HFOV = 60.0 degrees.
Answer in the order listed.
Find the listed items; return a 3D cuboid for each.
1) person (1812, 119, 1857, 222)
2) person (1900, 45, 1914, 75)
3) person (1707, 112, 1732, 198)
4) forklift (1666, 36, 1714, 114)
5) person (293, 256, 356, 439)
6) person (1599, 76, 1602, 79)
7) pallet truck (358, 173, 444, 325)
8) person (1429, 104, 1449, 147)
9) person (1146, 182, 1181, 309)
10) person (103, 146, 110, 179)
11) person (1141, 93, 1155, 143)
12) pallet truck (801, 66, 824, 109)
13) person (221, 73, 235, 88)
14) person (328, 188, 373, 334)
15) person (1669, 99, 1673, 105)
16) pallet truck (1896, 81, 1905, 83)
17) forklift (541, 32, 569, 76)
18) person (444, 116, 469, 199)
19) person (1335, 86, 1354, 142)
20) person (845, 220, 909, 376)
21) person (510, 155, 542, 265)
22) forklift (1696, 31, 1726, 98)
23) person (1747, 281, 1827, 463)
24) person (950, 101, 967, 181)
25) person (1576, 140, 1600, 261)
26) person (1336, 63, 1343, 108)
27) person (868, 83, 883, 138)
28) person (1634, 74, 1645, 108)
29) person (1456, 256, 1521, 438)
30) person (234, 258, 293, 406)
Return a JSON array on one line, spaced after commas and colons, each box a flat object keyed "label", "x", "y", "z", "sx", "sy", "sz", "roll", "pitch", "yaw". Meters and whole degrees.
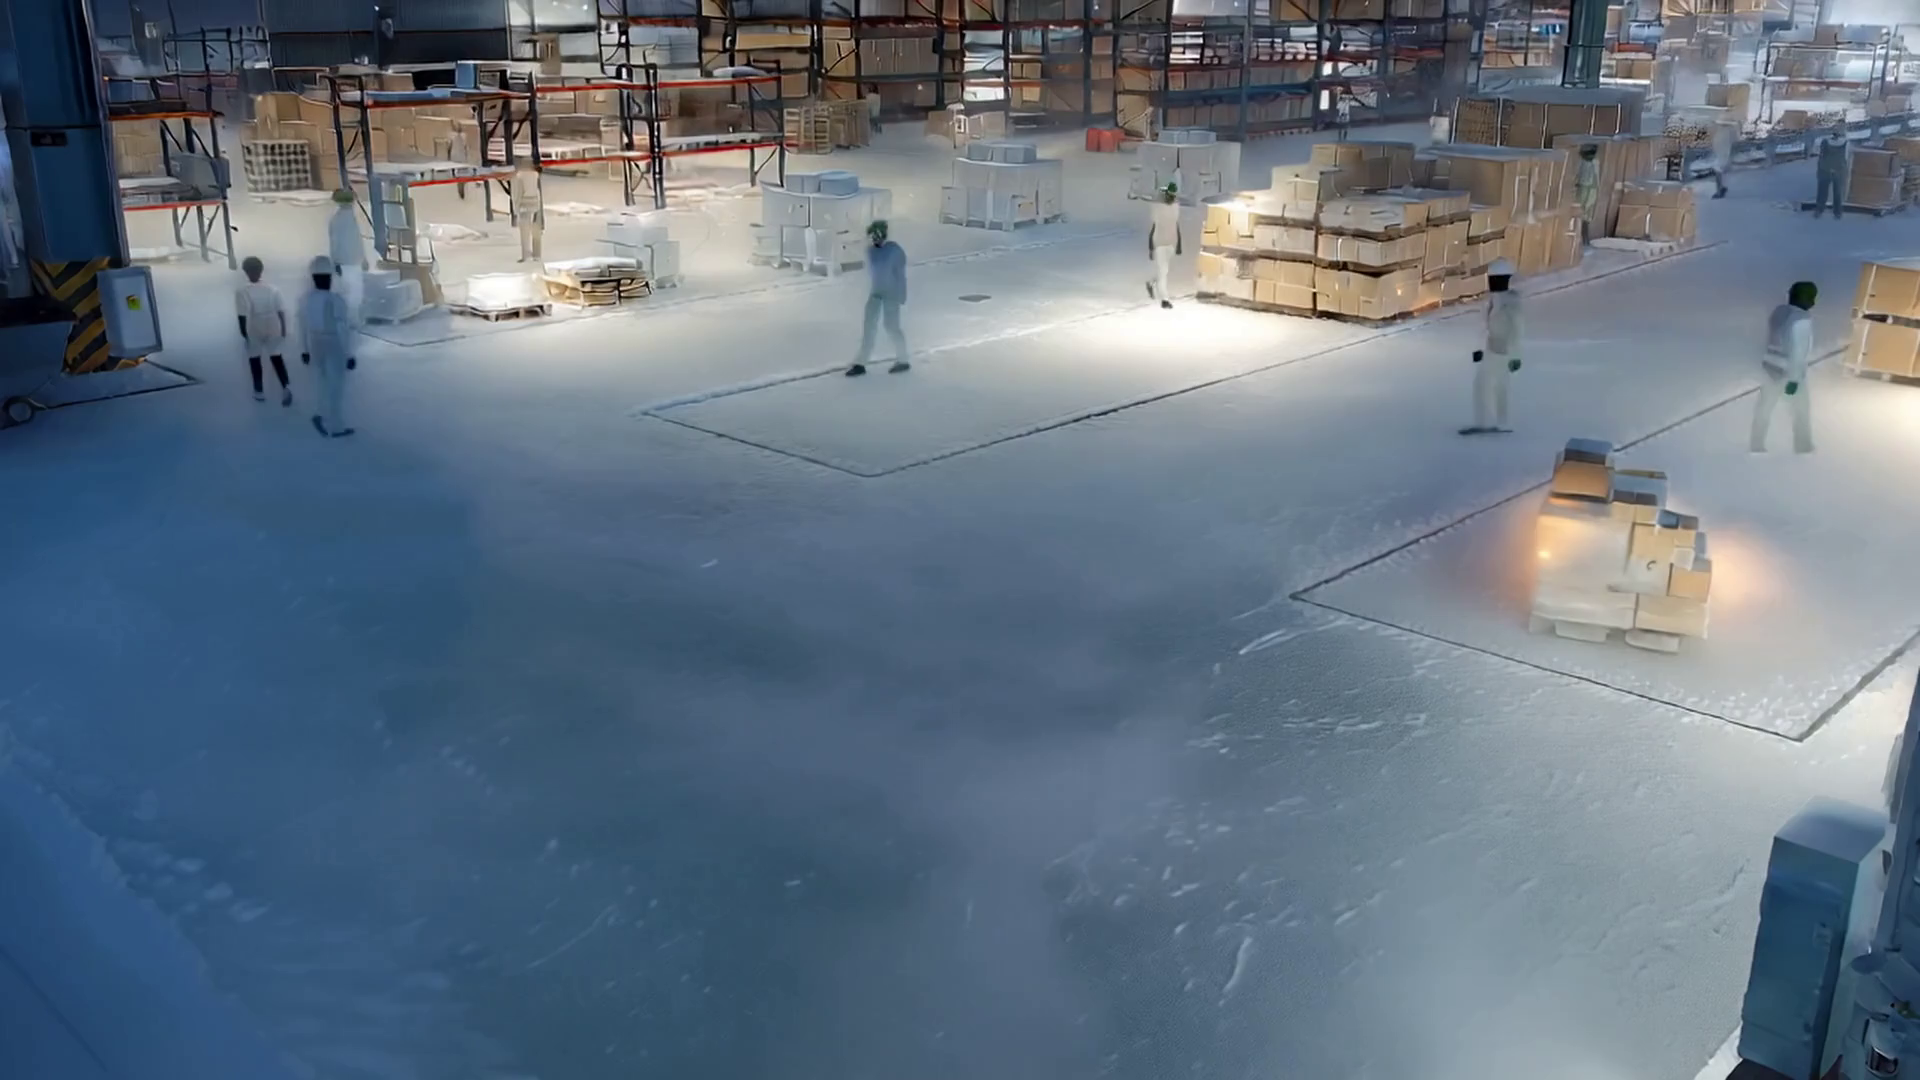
[{"label": "person", "x": 17.630, "y": -7.460, "z": 33.571, "sx": 0.684, "sy": 2.000, "sz": 0.535, "roll": 16, "pitch": 24, "yaw": 39}, {"label": "person", "x": 46.430, "y": -23.287, "z": 81.499, "sx": 0.493, "sy": 1.887, "sz": 0.677, "roll": -8, "pitch": 20, "yaw": -24}, {"label": "person", "x": 16.993, "y": -8.598, "z": 37.199, "sx": 0.435, "sy": 1.909, "sz": 0.580, "roll": 3, "pitch": 19, "yaw": 8}, {"label": "forklift", "x": 27.341, "y": -17.291, "z": 61.877, "sx": 1.129, "sy": 2.768, "sz": 1.873, "roll": 17, "pitch": 25, "yaw": 41}, {"label": "person", "x": -6.567, "y": -1.989, "z": 17.286, "sx": 0.614, "sy": 1.911, "sz": 0.419, "roll": 5, "pitch": 19, "yaw": 14}, {"label": "person", "x": 22.144, "y": -15.572, "z": 58.218, "sx": 0.643, "sy": 1.910, "sz": 0.400, "roll": 15, "pitch": 24, "yaw": 38}, {"label": "pallet truck", "x": -8.209, "y": -4.181, "z": 23.757, "sx": 0.823, "sy": 1.965, "sz": 1.885, "roll": 3, "pitch": 19, "yaw": 9}, {"label": "person", "x": 12.399, "y": -10.411, "z": 43.040, "sx": 0.549, "sy": 1.673, "sz": 0.716, "roll": -2, "pitch": 19, "yaw": -7}, {"label": "person", "x": 3.001, "y": -4.384, "z": 24.617, "sx": 0.527, "sy": 1.842, "sz": 0.708, "roll": -10, "pitch": 21, "yaw": -28}, {"label": "person", "x": -18.061, "y": -7.714, "z": 34.823, "sx": 0.488, "sy": 1.724, "sz": 0.687, "roll": -6, "pitch": 19, "yaw": -17}, {"label": "person", "x": 4.847, "y": -10.529, "z": 42.931, "sx": 0.367, "sy": 1.966, "sz": 0.603, "roll": -1, "pitch": 18, "yaw": -3}, {"label": "pallet truck", "x": -4.812, "y": -15.182, "z": 56.903, "sx": 0.823, "sy": 1.965, "sz": 1.885, "roll": -9, "pitch": 21, "yaw": -26}, {"label": "person", "x": -23.724, "y": -14.197, "z": 54.079, "sx": 0.584, "sy": 1.911, "sz": 0.394, "roll": 14, "pitch": 23, "yaw": 36}, {"label": "person", "x": -8.259, "y": -3.769, "z": 22.558, "sx": 0.464, "sy": 1.977, "sz": 0.621, "roll": 2, "pitch": 19, "yaw": 7}, {"label": "person", "x": 27.560, "y": -17.264, "z": 63.792, "sx": 0.782, "sy": 1.604, "sz": 0.506, "roll": -8, "pitch": 20, "yaw": -23}, {"label": "pallet truck", "x": 34.802, "y": -16.331, "z": 61.455, "sx": 0.653, "sy": 1.274, "sz": 1.630, "roll": 17, "pitch": 25, "yaw": 41}, {"label": "forklift", "x": -16.572, "y": -19.228, "z": 67.712, "sx": 1.129, "sy": 2.768, "sz": 1.873, "roll": 17, "pitch": 25, "yaw": 41}, {"label": "person", "x": -11.165, "y": -8.475, "z": 36.974, "sx": 0.523, "sy": 1.828, "sz": 0.755, "roll": -11, "pitch": 21, "yaw": -29}, {"label": "person", "x": 11.784, "y": -13.027, "z": 50.877, "sx": 0.318, "sy": 1.699, "sz": 0.535, "roll": -11, "pitch": 21, "yaw": -29}, {"label": "person", "x": -1.015, "y": -2.916, "z": 20.133, "sx": 0.667, "sy": 1.883, "sz": 0.852, "roll": 17, "pitch": 25, "yaw": 41}, {"label": "person", "x": -7.395, "y": -5.611, "z": 28.313, "sx": 0.429, "sy": 1.842, "sz": 0.627, "roll": 11, "pitch": 21, "yaw": 29}, {"label": "forklift", "x": 31.484, "y": -19.957, "z": 69.909, "sx": 1.129, "sy": 2.768, "sz": 1.873, "roll": 17, "pitch": 25, "yaw": 41}, {"label": "person", "x": 8.288, "y": -1.651, "z": 16.418, "sx": 0.833, "sy": 1.811, "sz": 0.660, "roll": -1, "pitch": 18, "yaw": -2}, {"label": "person", "x": -0.067, "y": -9.731, "z": 40.596, "sx": 0.399, "sy": 1.928, "sz": 0.542, "roll": 11, "pitch": 21, "yaw": 29}, {"label": "person", "x": 10.777, "y": -5.857, "z": 28.735, "sx": 0.368, "sy": 2.046, "sz": 0.608, "roll": 12, "pitch": 22, "yaw": 32}, {"label": "person", "x": 13.828, "y": -16.546, "z": 61.134, "sx": 0.640, "sy": 1.917, "sz": 0.415, "roll": -16, "pitch": 24, "yaw": -39}, {"label": "person", "x": -2.603, "y": -13.556, "z": 52.507, "sx": 0.795, "sy": 1.661, "sz": 0.553, "roll": 14, "pitch": 23, "yaw": 36}, {"label": "person", "x": 22.549, "y": -14.664, "z": 55.670, "sx": 0.915, "sy": 1.780, "sz": 0.621, "roll": -17, "pitch": 25, "yaw": -41}, {"label": "person", "x": 5.490, "y": -1.998, "z": 17.318, "sx": 0.750, "sy": 1.900, "sz": 0.623, "roll": 0, "pitch": 18, "yaw": 1}, {"label": "person", "x": -7.819, "y": -2.333, "z": 18.708, "sx": 0.537, "sy": 1.673, "sz": 0.785, "roll": -14, "pitch": 23, "yaw": -37}]
